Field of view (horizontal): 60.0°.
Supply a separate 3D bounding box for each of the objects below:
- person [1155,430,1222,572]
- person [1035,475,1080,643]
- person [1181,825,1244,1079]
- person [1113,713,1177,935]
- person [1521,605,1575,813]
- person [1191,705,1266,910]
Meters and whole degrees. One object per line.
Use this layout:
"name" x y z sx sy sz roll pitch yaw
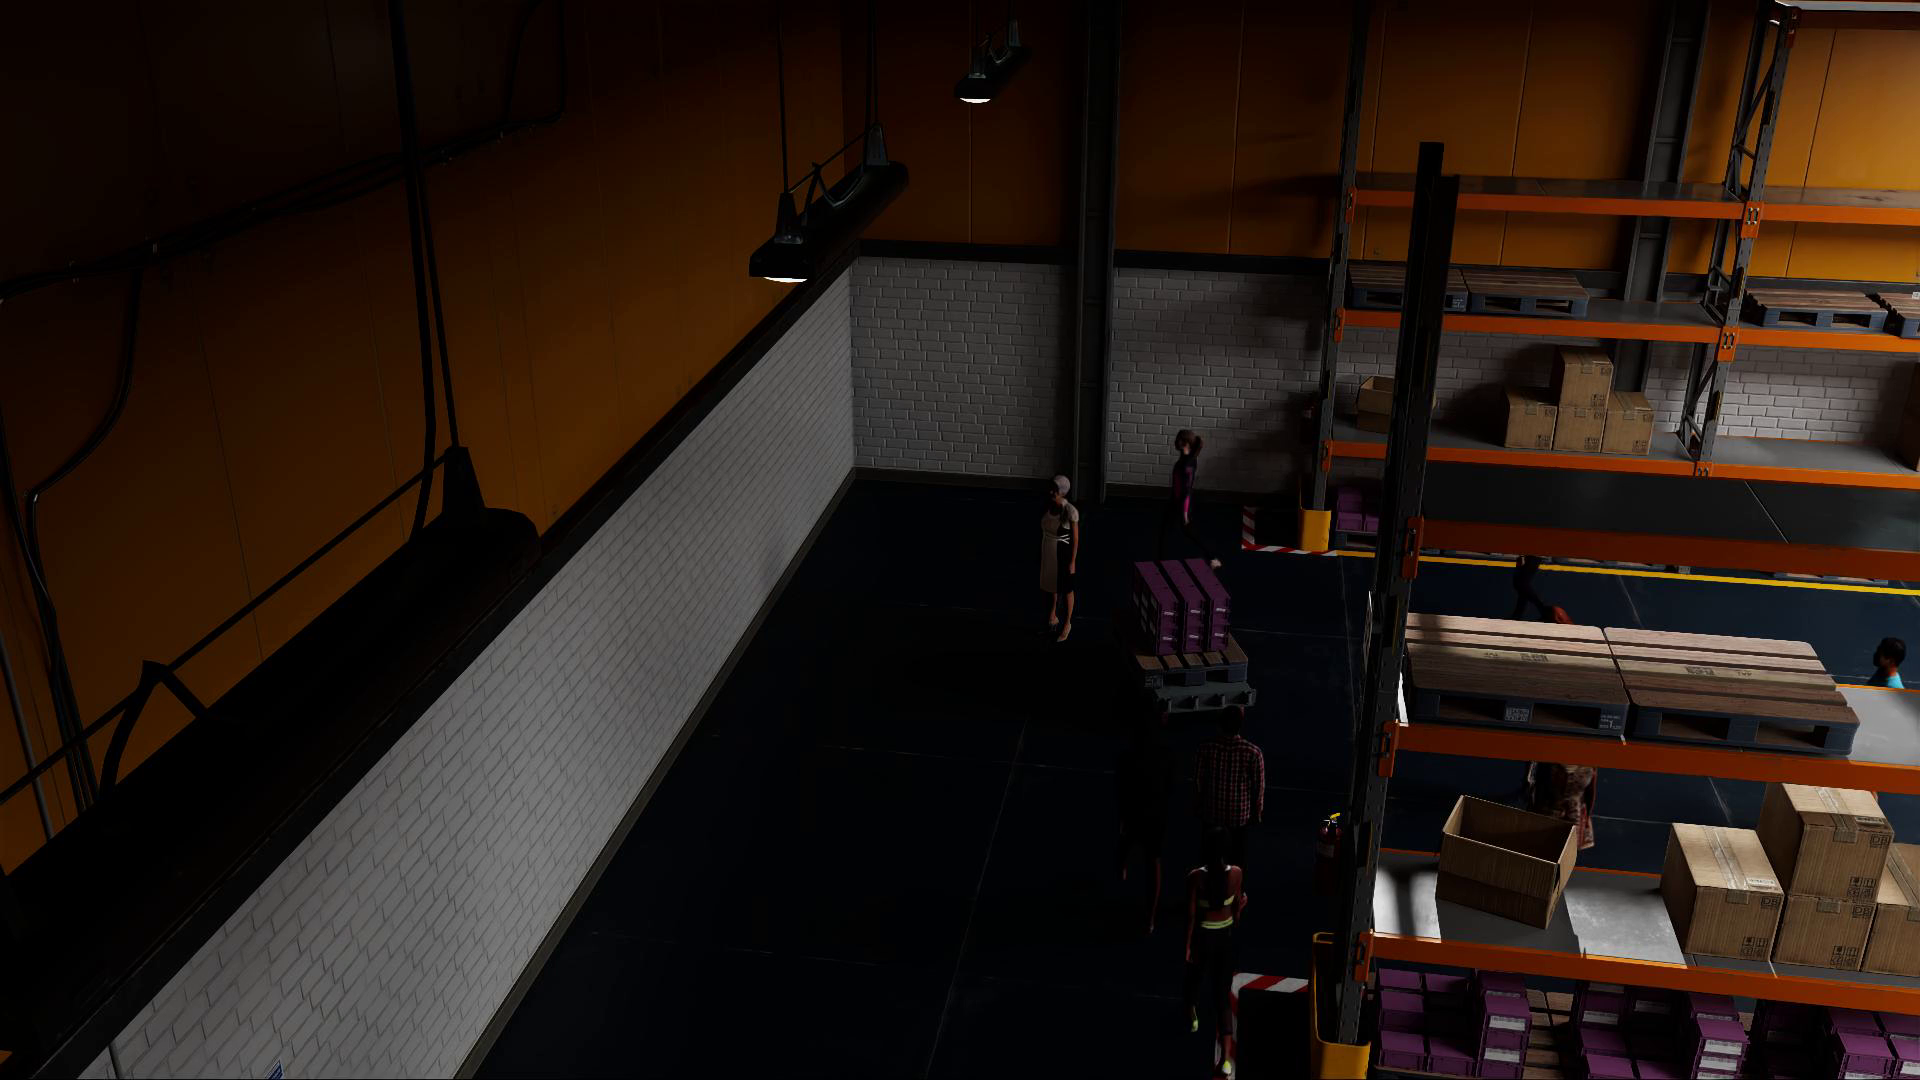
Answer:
"person" 2.457 -0.368 17.899 1.120 1.721 0.689 8 25 17
"person" 0.986 0.175 16.615 0.777 1.754 0.673 -22 32 -40
"person" 1.673 2.708 10.863 1.103 1.720 0.756 0 24 0
"person" 1.392 2.104 12.307 1.164 1.671 0.860 -1 24 -2
"person" 4.853 1.394 13.747 0.858 1.818 0.810 -17 29 -34
"person" 1.988 2.005 12.419 0.531 1.761 0.743 5 24 11
